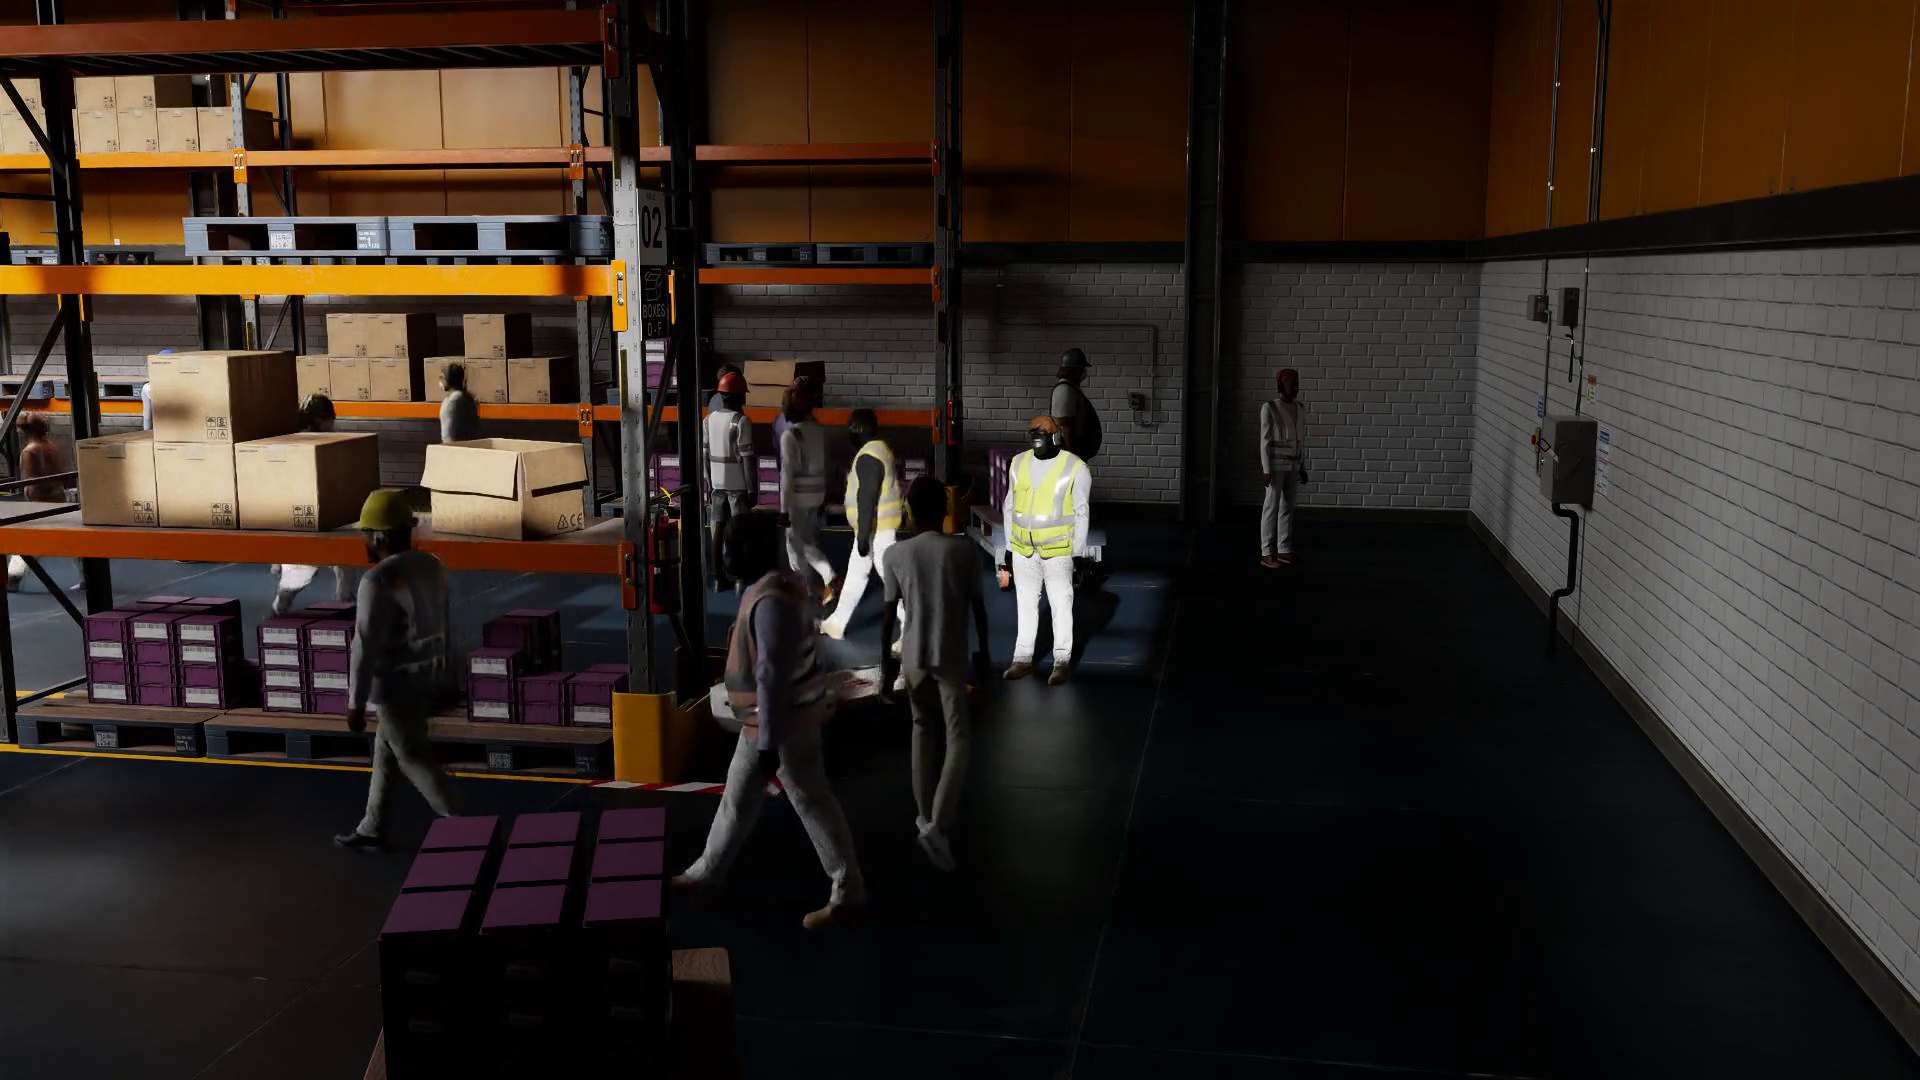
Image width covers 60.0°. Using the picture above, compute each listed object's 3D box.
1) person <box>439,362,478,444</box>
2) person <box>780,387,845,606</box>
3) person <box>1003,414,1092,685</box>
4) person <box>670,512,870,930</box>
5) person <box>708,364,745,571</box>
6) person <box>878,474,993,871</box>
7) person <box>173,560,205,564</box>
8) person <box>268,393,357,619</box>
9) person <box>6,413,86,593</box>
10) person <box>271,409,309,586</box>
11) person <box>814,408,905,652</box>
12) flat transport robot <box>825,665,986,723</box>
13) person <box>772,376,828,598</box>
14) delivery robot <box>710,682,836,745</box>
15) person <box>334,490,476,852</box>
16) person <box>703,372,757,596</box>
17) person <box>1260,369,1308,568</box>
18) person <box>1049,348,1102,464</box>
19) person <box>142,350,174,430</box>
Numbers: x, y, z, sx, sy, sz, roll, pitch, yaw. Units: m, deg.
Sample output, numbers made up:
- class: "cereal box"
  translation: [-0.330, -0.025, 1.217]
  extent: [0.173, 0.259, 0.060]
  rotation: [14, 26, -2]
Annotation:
- class: "person"
  translation: [-4.877, -0.769, 16.225]
  extent: [0.483, 1.920, 0.646]
  rotation: [0, 9, 2]
- class: "person"
  translation: [-1.256, -0.315, 13.564]
  extent: [0.480, 1.868, 0.583]
  rotation: [5, 10, 28]
- class: "person"
  translation: [0.566, 0.061, 11.321]
  extent: [0.619, 1.845, 0.430]
  rotation: [5, 10, 28]
- class: "person"
  translation: [-0.868, 0.771, 7.110]
  extent: [1.015, 1.773, 0.670]
  rotation: [-1, 9, -8]
- class: "person"
  translation: [-2.172, -0.682, 15.633]
  extent: [0.370, 1.941, 0.627]
  rotation: [-4, 10, -24]
- class: "person"
  translation: [-0.135, 0.610, 7.964]
  extent: [0.543, 1.831, 0.827]
  rotation: [2, 9, 11]
- class: "person"
  translation: [-7.412, -0.687, 15.992]
  extent: [0.403, 1.833, 0.586]
  rotation: [0, 9, 0]
- class: "person"
  translation: [-4.849, -0.153, 12.481]
  extent: [0.920, 1.911, 0.642]
  rotation: [5, 11, 29]
- class: "person"
  translation: [-8.000, -0.318, 14.478]
  extent: [0.895, 1.581, 0.502]
  rotation: [0, 9, 0]
- class: "person"
  translation: [-6.202, -0.598, 15.110]
  extent: [0.608, 1.952, 1.052]
  rotation: [-3, 9, -15]
- class: "person"
  translation: [-0.693, -0.077, 12.397]
  extent: [0.879, 1.783, 0.687]
  rotation: [0, 9, 0]
- class: "flat transport robot"
  translation: [-0.589, 0.979, 10.485]
  extent: [1.431, 0.197, 0.652]
  rotation: [-7, 12, -38]
- class: "person"
  translation: [-1.335, -0.459, 14.343]
  extent: [0.407, 1.910, 0.640]
  rotation: [-7, 11, -36]
- class: "delivery robot"
  translation: [-1.072, 0.949, 9.506]
  extent: [0.707, 0.478, 0.477]
  rotation: [5, 10, 28]
- class: "person"
  translation: [-2.585, 0.656, 7.796]
  extent: [0.906, 1.795, 0.603]
  rotation: [2, 9, 14]
- class: "person"
  translation: [-1.965, -0.489, 14.439]
  extent: [0.551, 1.935, 0.372]
  rotation: [7, 11, 35]
- class: "person"
  translation: [3.083, -0.682, 15.807]
  extent: [0.573, 1.883, 0.355]
  rotation: [-7, 11, -37]
- class: "person"
  translation: [1.165, -0.919, 16.787]
  extent: [0.536, 2.000, 0.672]
  rotation: [0, 9, 0]
- class: "person"
  translation: [-8.696, -1.132, 18.416]
  extent: [0.601, 1.942, 0.394]
  rotation: [-5, 10, -28]
